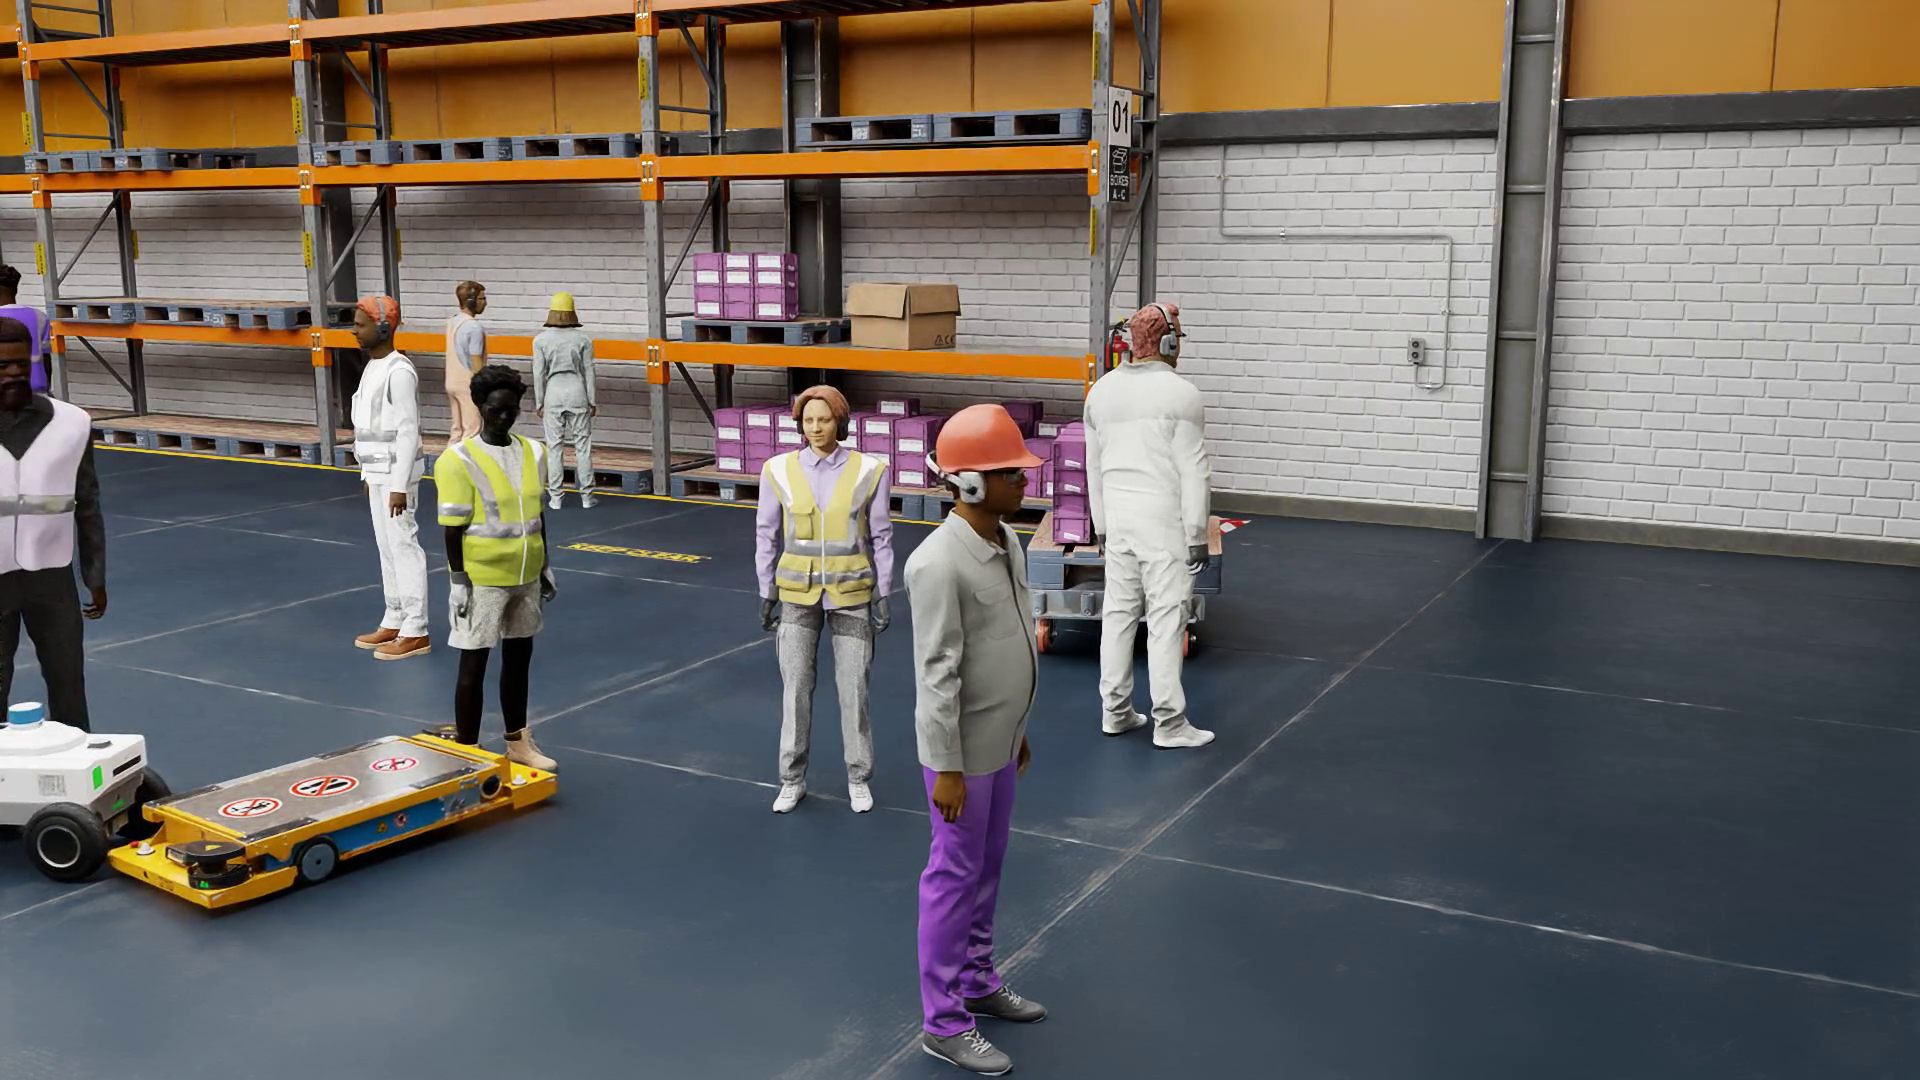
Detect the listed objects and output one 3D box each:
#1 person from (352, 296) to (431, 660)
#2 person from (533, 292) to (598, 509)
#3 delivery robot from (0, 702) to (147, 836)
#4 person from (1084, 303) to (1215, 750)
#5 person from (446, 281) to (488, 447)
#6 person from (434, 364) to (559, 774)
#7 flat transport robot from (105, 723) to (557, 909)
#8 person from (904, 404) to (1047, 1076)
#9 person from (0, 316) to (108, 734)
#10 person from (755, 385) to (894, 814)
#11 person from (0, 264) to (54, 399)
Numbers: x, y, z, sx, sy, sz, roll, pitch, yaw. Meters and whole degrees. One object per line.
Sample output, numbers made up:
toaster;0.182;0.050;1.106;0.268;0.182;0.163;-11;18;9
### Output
person;-2.984;-0.323;8.678;0.355;1.882;0.576;-7;13;-35
person;-3.185;-1.123;13.443;0.490;1.743;0.324;-2;11;-11
delivery robot;-3.258;0.814;5.830;0.707;0.478;0.477;1;10;3
person;0.835;-0.057;7.156;0.408;1.909;0.638;-9;14;-42
person;-4.027;-1.205;13.672;0.364;1.834;0.522;-9;14;-42
person;-1.829;0.145;6.620;0.322;1.695;0.536;7;12;33
flat transport robot;-2.241;0.962;6.054;0.652;0.197;1.431;7;13;35
person;0.056;0.514;4.432;0.321;1.755;0.567;4;11;20
person;-3.457;0.134;6.124;0.590;1.908;0.409;-9;14;-42
person;-0.511;0.229;6.318;0.524;1.639;0.306;0;10;0
person;-7.606;-1.231;13.423;0.368;1.965;0.609;5;12;26
